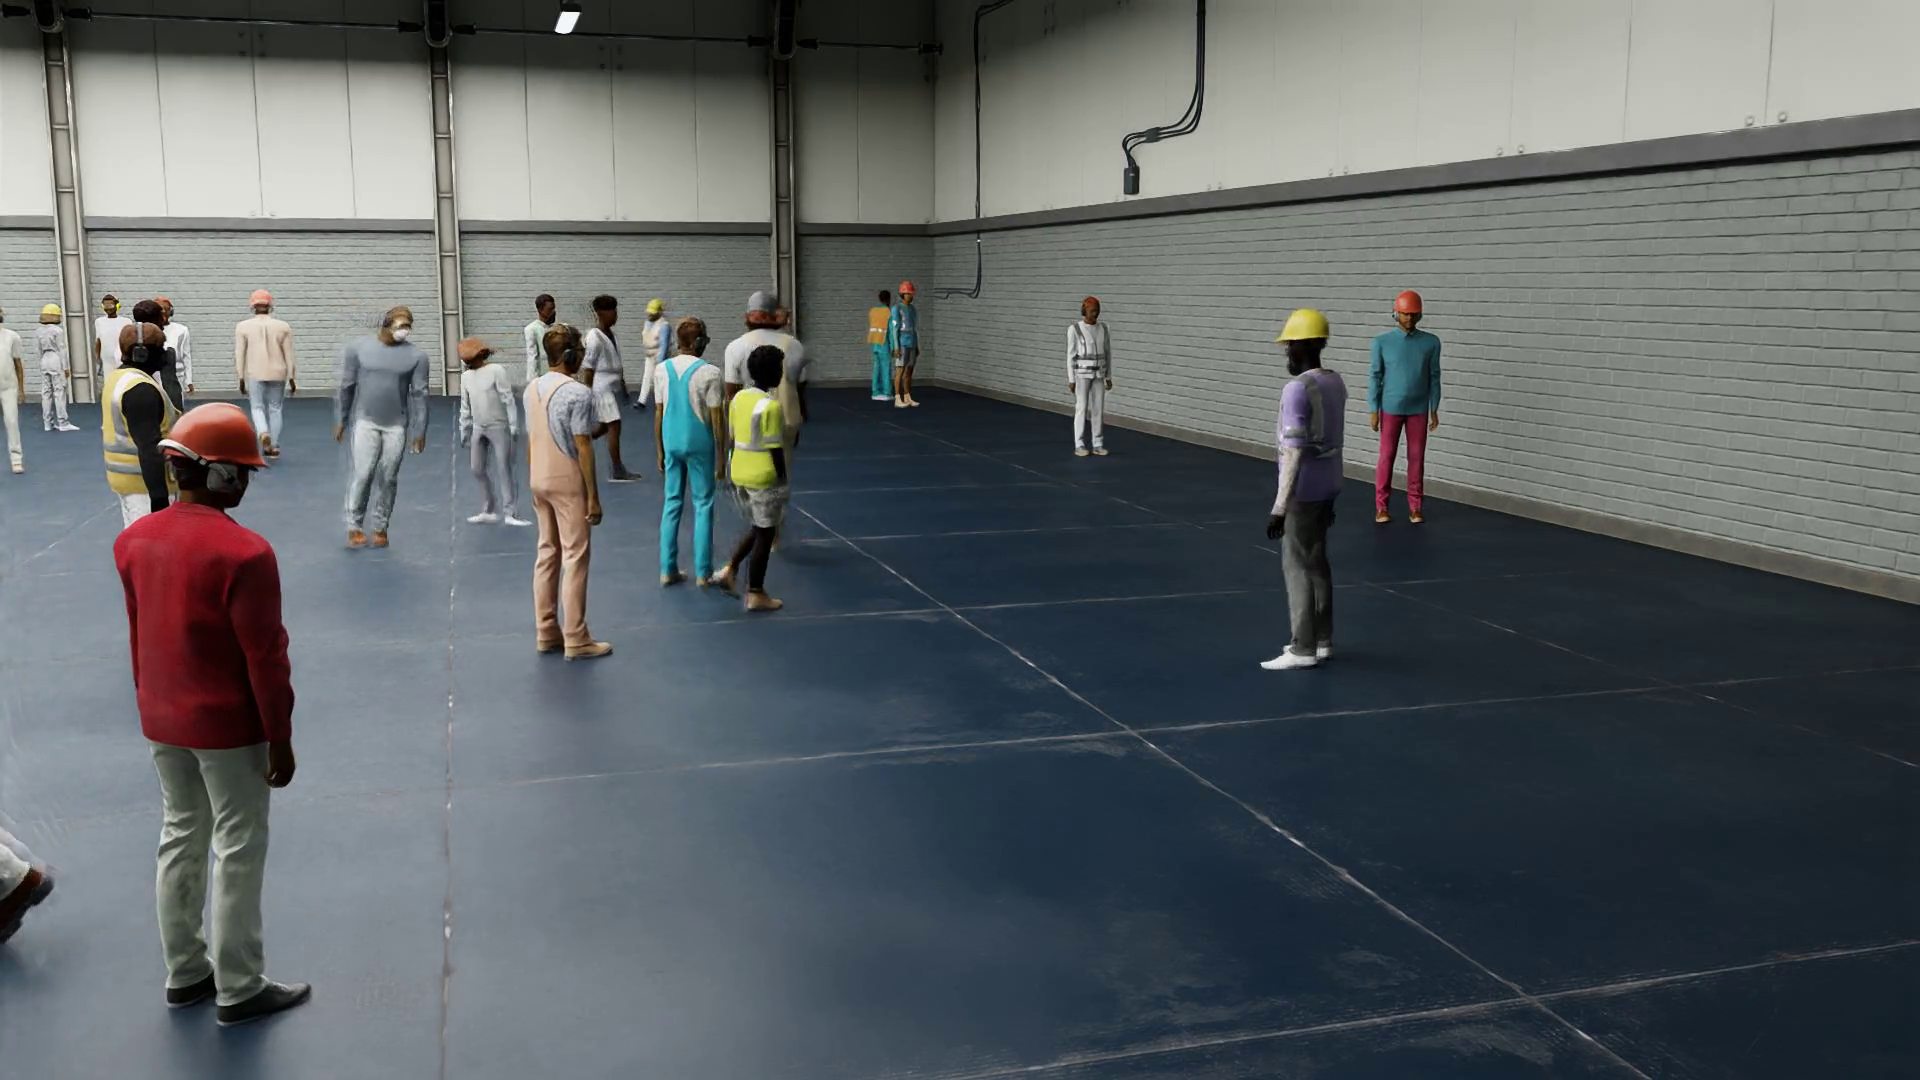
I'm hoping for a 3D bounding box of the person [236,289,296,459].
[{"bbox_3d":[-7.967,-1.894,19.126,0.636,1.974,0.623,-5,10,-27],"label":"person"}]

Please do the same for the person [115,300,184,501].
[{"bbox_3d":[-6.285,-0.903,12.955,0.591,1.920,0.392,3,10,21],"label":"person"}]

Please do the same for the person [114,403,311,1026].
[{"bbox_3d":[-2.071,0.487,4.669,0.574,1.738,0.355,4,10,26],"label":"person"}]

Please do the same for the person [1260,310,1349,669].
[{"bbox_3d":[1.840,-0.259,8.927,0.381,1.916,0.663,7,11,36],"label":"person"}]

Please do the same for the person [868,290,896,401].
[{"bbox_3d":[-1.339,-3.340,28.590,0.657,1.904,0.478,6,11,35],"label":"person"}]

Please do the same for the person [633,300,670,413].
[{"bbox_3d":[-4.771,-2.870,26.006,0.647,1.758,0.916,7,12,39],"label":"person"}]

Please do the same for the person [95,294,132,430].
[{"bbox_3d":[-11.674,-2.448,22.970,0.511,1.872,0.329,-2,9,-10],"label":"person"}]

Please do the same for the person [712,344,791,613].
[{"bbox_3d":[-1.231,-0.368,10.289,0.382,1.676,0.549,-6,11,-35],"label":"person"}]

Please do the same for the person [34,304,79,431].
[{"bbox_3d":[-12.455,-2.369,22.892,0.483,1.735,0.311,3,9,17],"label":"person"}]

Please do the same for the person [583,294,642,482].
[{"bbox_3d":[-3.728,-1.557,17.073,0.841,1.941,0.600,1,9,4],"label":"person"}]

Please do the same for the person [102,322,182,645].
[{"bbox_3d":[-4.529,-0.292,9.306,0.429,1.841,0.633,-7,11,-36],"label":"person"}]

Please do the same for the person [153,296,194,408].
[{"bbox_3d":[-8.948,-1.792,18.734,0.574,1.885,0.355,-7,11,-36],"label":"person"}]

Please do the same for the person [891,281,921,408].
[{"bbox_3d":[-0.850,-3.159,26.953,0.378,2.041,0.616,6,11,35],"label":"person"}]

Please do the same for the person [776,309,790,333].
[{"bbox_3d":[-2.673,-2.656,25.042,0.271,1.632,0.508,0,9,1],"label":"person"}]

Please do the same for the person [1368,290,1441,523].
[{"bbox_3d":[3.789,-1.125,14.178,0.608,1.986,0.399,0,9,0],"label":"person"}]

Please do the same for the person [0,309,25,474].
[{"bbox_3d":[-10.254,-1.610,17.708,0.515,1.842,0.328,-5,10,-27],"label":"person"}]

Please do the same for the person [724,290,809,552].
[{"bbox_3d":[-1.450,-0.893,12.501,0.687,2.000,0.707,-6,11,-32],"label":"person"}]

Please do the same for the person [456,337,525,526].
[{"bbox_3d":[-3.946,-0.904,13.989,0.617,1.596,0.322,4,10,23],"label":"person"}]

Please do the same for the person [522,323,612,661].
[{"bbox_3d":[-2.172,-0.259,9.108,0.518,1.840,0.345,7,11,38],"label":"person"}]

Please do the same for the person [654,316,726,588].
[{"bbox_3d":[-1.817,-0.584,11.204,0.522,1.833,0.339,3,9,19],"label":"person"}]

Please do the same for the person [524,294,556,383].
[{"bbox_3d":[-4.544,-1.732,18.243,0.384,1.918,0.596,3,9,16],"label":"person"}]

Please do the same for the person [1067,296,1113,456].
[{"bbox_3d":[1.527,-1.924,19.605,0.588,1.877,0.360,-5,10,-28],"label":"person"}]

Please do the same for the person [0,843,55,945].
[{"bbox_3d":[-3.283,0.378,4.890,0.965,1.901,0.629,-7,12,-39],"label":"person"}]

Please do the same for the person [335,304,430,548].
[{"bbox_3d":[-4.437,-0.872,12.824,0.699,1.894,0.422,-4,10,-22],"label":"person"}]
